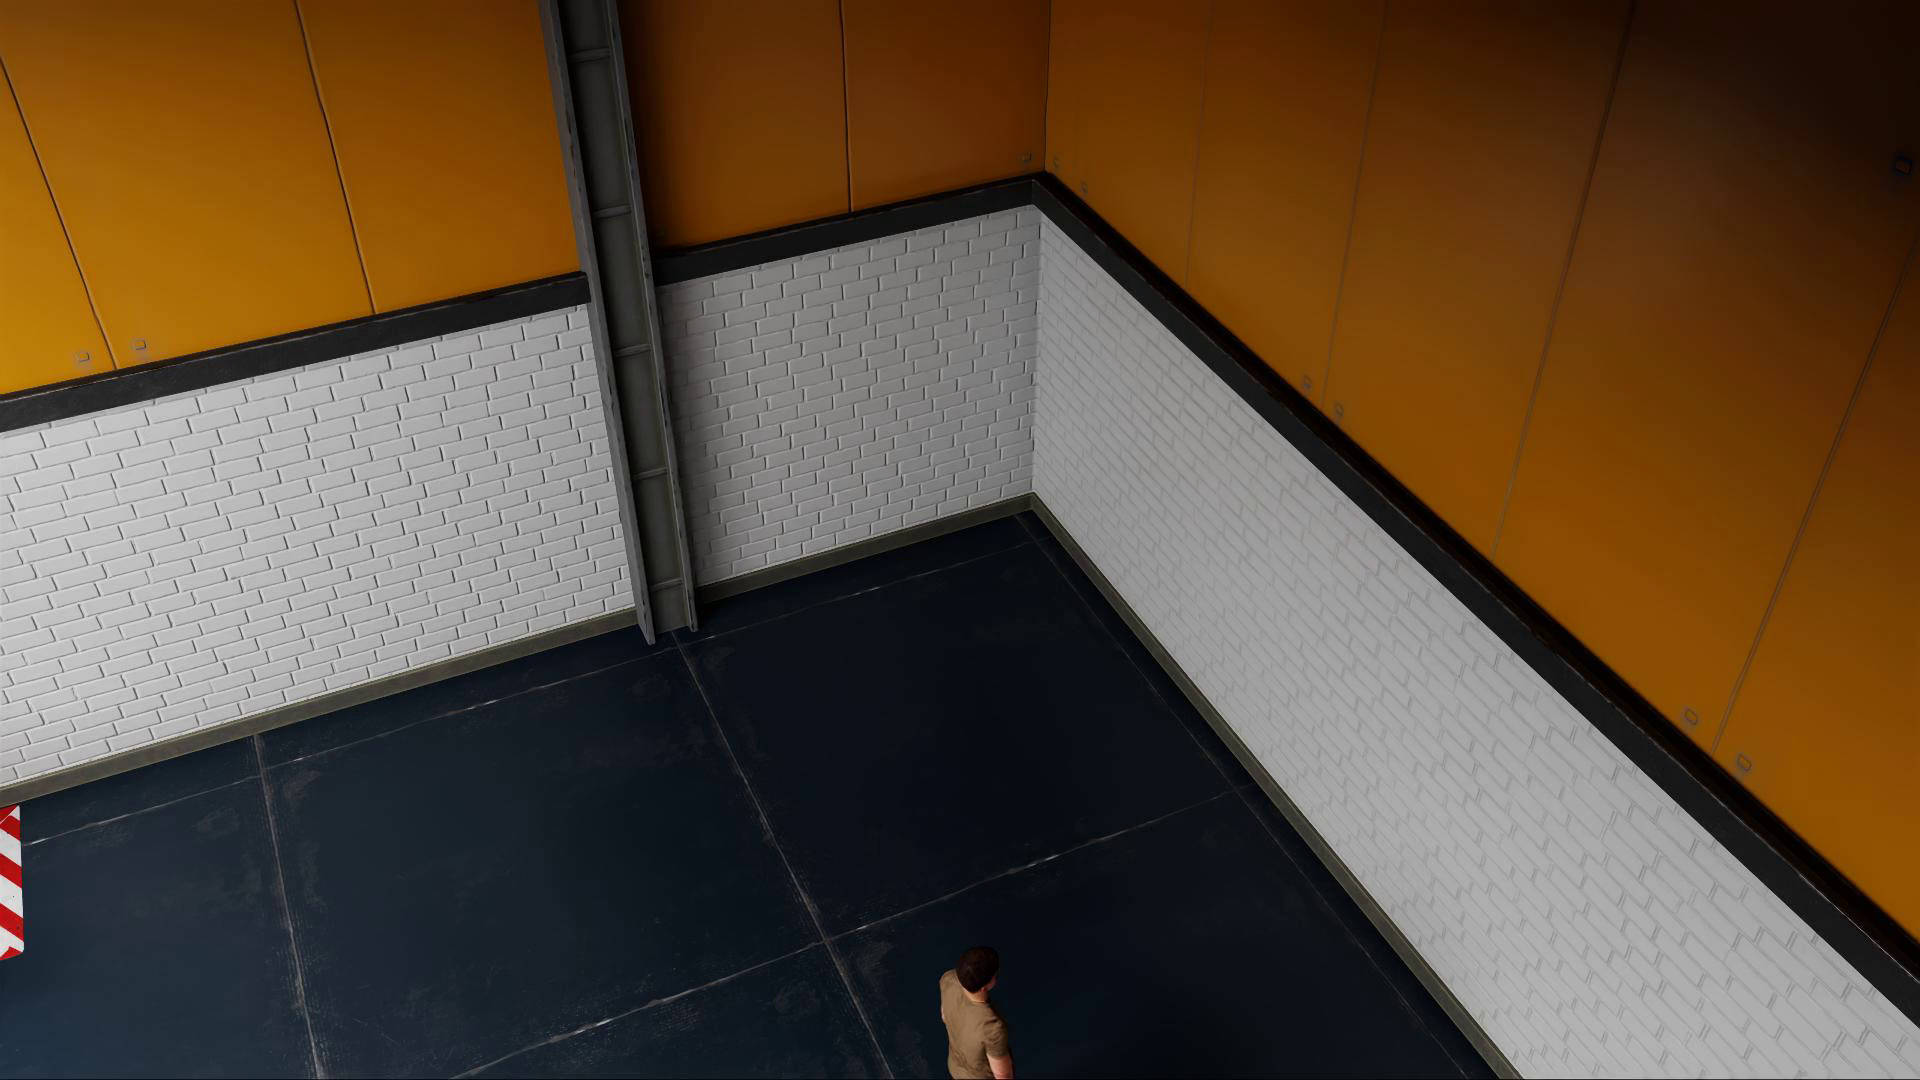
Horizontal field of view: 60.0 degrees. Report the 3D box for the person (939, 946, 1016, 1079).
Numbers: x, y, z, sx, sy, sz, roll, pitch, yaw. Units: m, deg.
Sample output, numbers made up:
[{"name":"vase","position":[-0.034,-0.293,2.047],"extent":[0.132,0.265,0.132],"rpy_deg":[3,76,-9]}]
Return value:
[{"name":"person","position":[0.082,2.719,8.577],"extent":[0.631,1.852,0.709],"rpy_deg":[-25,45,-28]}]
